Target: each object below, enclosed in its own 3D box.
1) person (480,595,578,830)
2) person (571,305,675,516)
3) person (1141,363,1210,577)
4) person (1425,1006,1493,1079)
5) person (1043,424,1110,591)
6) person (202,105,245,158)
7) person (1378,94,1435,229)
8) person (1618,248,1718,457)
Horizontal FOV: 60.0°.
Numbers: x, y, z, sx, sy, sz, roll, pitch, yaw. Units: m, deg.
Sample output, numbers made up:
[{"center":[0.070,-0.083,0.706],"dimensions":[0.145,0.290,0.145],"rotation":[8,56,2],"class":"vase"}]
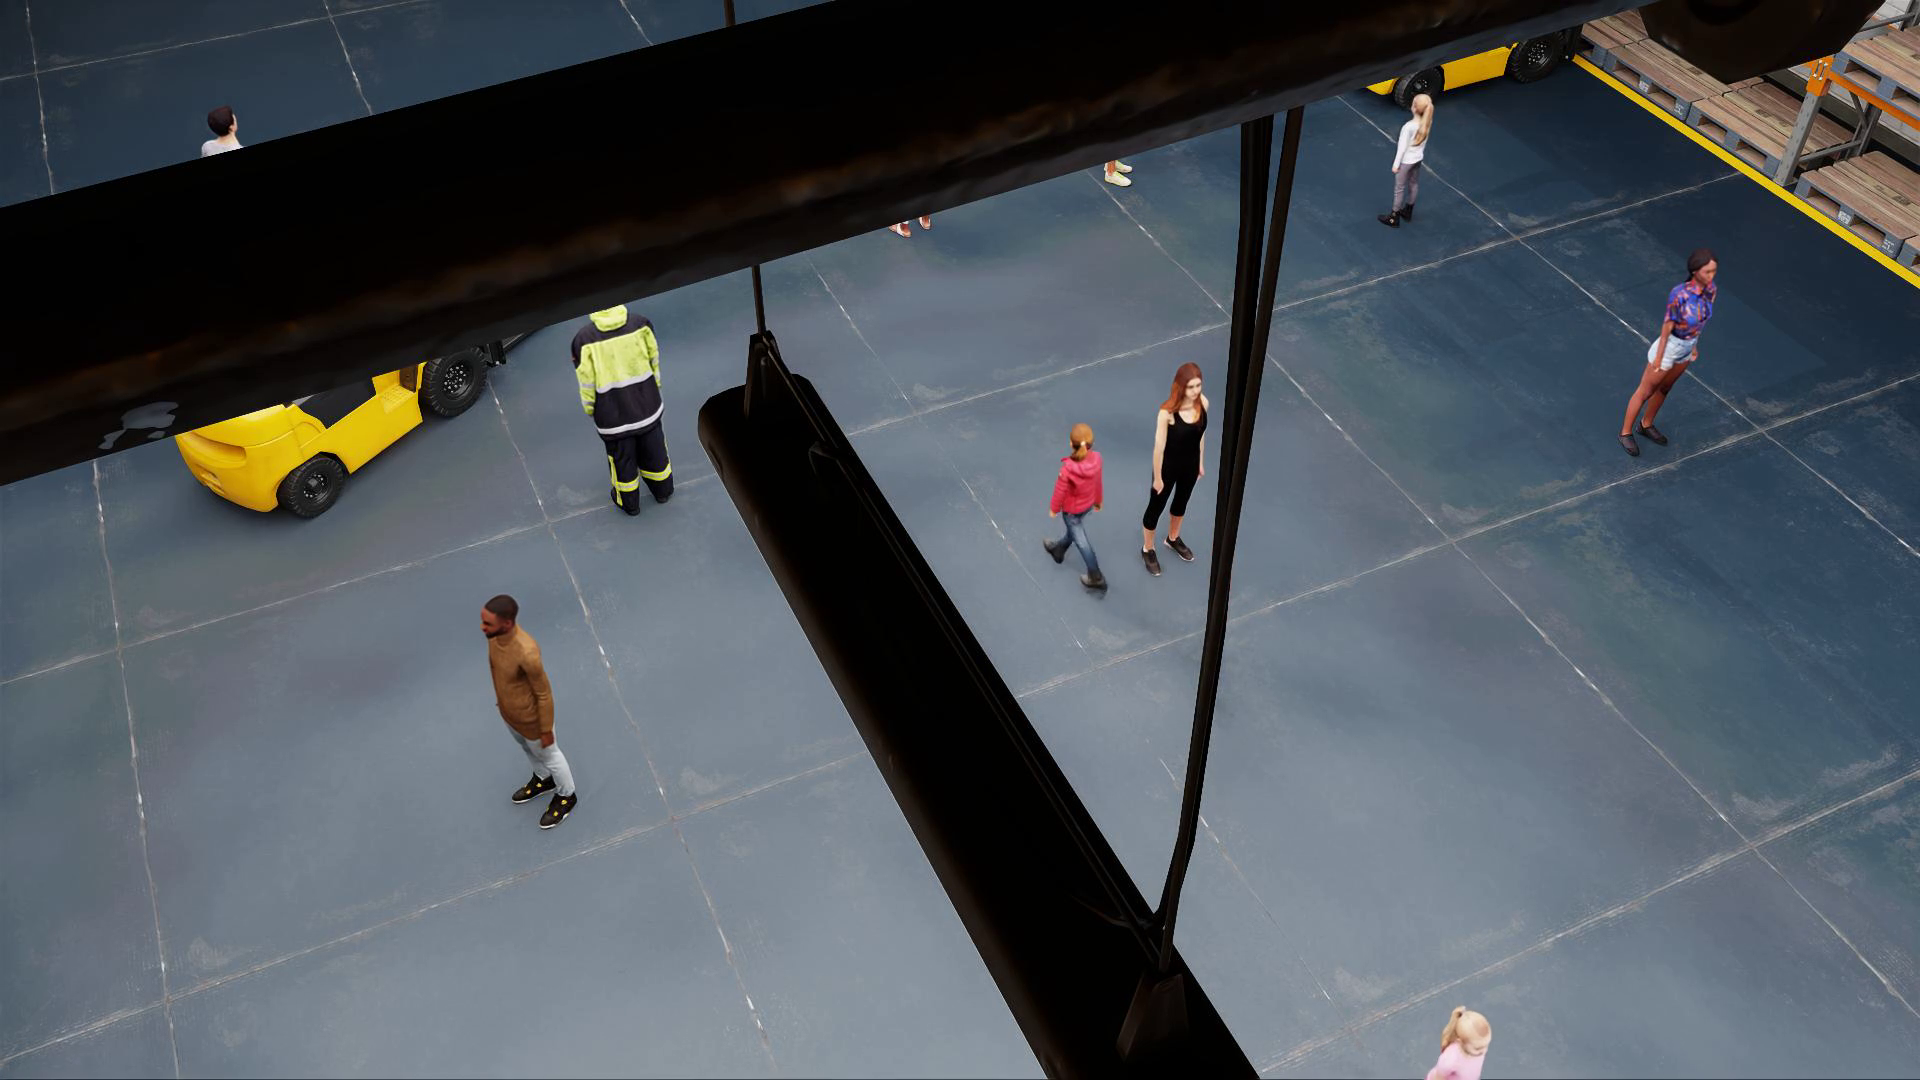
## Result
[{"center":[-2.568,0.990,9.852],"dimensions":[0.621,1.816,0.778],"rotation":[32,52,29],"class":"person"},{"center":[-2.408,-1.033,11.857],"dimensions":[0.793,1.981,0.668],"rotation":[-23,48,-22],"class":"person"},{"center":[1.497,-0.522,11.505],"dimensions":[0.570,1.726,0.515],"rotation":[-19,47,-19],"class":"person"},{"center":[2.463,2.737,8.415],"dimensions":[0.500,1.268,0.496],"rotation":[-23,48,-23],"class":"person"},{"center":[0.863,-0.188,11.473],"dimensions":[0.668,1.285,0.943],"rotation":[-31,51,-28],"class":"person"},{"center":[-5.843,-2.707,13.699],"dimensions":[0.722,1.863,0.780],"rotation":[13,45,14],"class":"person"},{"center":[4.023,-3.394,14.843],"dimensions":[0.518,1.279,0.537],"rotation":[-25,49,-24],"class":"person"},{"center":[5.325,-1.420,12.437],"dimensions":[0.570,1.741,0.510],"rotation":[-19,47,-19],"class":"person"}]
